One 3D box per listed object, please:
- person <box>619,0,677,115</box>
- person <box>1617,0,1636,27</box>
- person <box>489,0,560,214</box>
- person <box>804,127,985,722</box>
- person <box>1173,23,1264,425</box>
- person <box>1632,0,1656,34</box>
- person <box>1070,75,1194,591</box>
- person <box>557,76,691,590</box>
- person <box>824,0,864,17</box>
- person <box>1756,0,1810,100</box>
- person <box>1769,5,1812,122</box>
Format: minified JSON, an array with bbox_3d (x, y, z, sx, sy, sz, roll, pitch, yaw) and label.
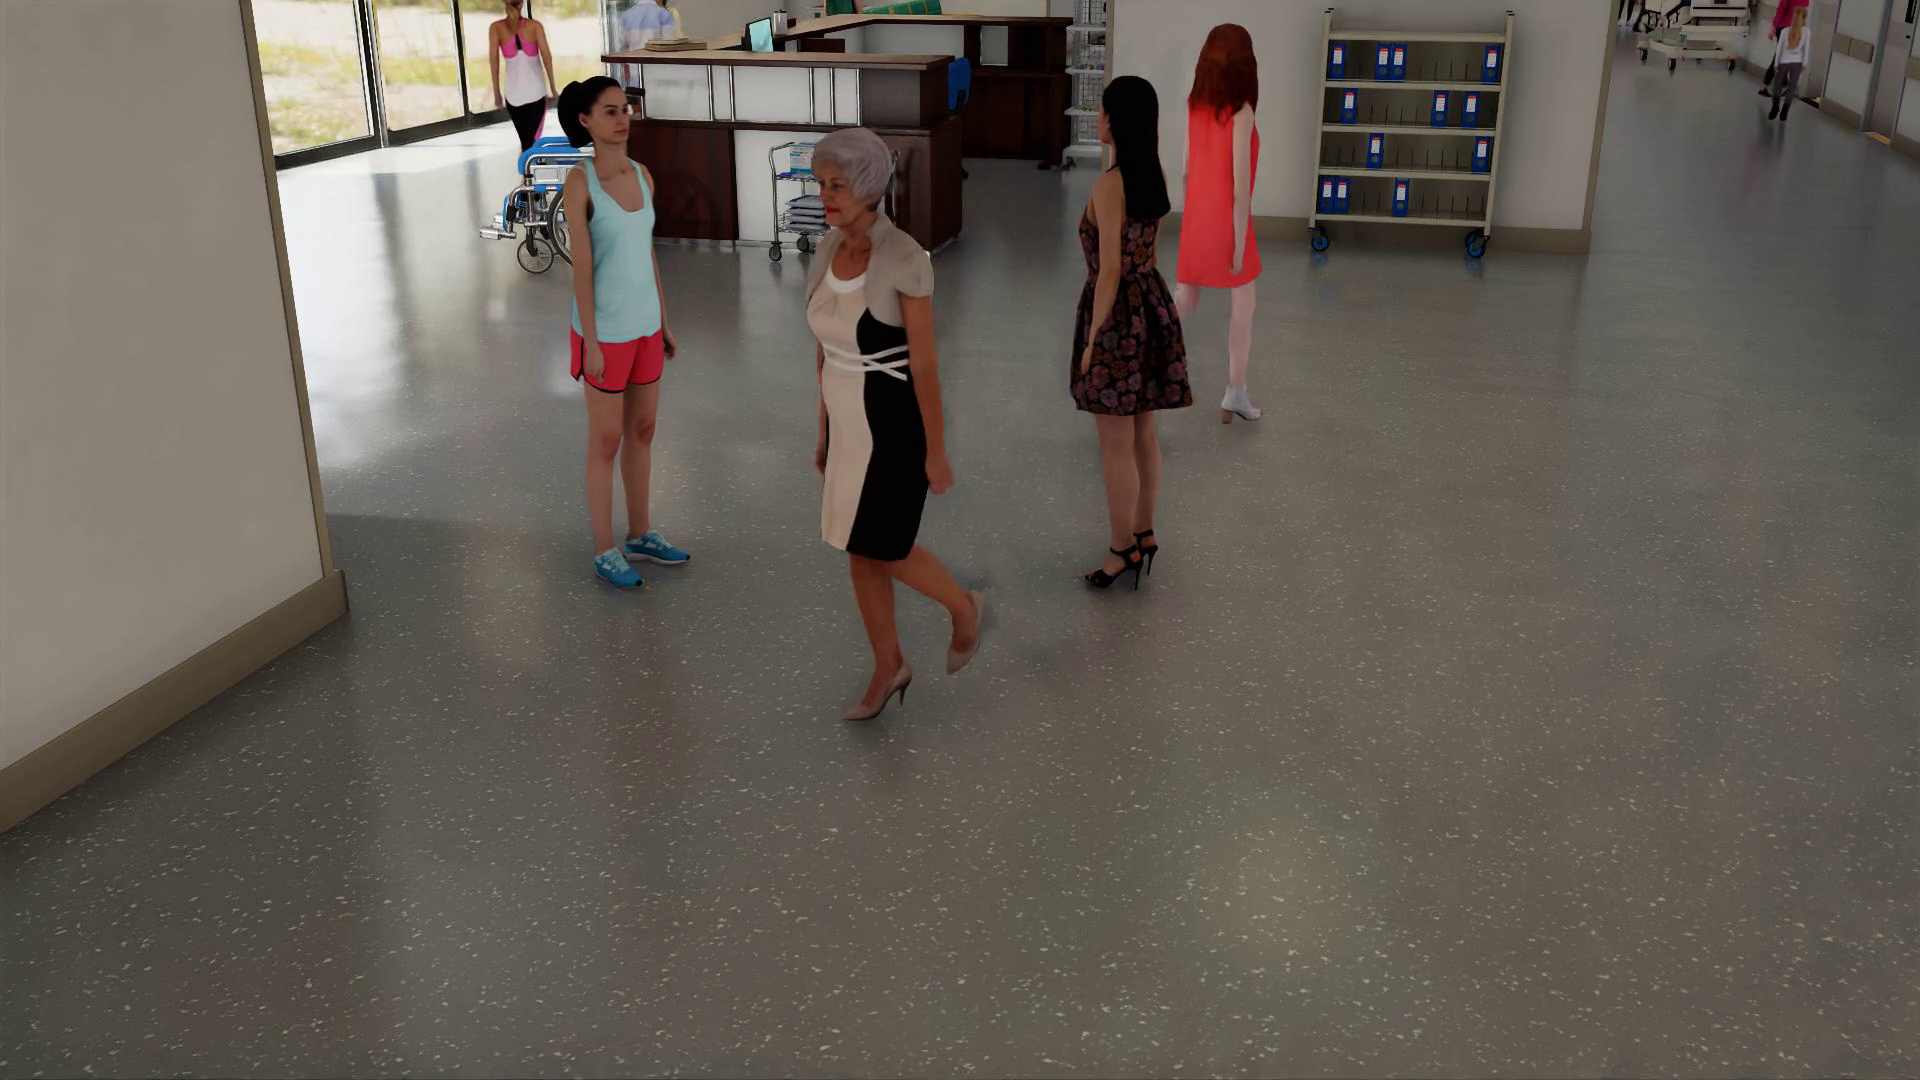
[{"bbox_3d":[-2.603,-3.779,13.876,1.073,1.792,0.740,5,21,14],"label":"person"},{"bbox_3d":[13.945,-11.611,34.584,0.538,1.771,0.724,1,21,2],"label":"person"},{"bbox_3d":[-3.380,-3.383,12.899,1.179,1.744,0.906,0,21,-1],"label":"person"},{"bbox_3d":[-0.151,-0.307,4.800,0.916,1.729,0.882,-16,26,-36],"label":"person"},{"bbox_3d":[1.057,-1.329,7.403,1.093,1.797,1.106,-15,26,-35],"label":"person"},{"bbox_3d":[13.369,-10.541,32.497,0.888,1.249,0.889,-9,22,-21],"label":"person"},{"bbox_3d":[0.560,-0.694,5.759,0.776,1.773,0.754,13,24,30],"label":"person"},{"bbox_3d":[-1.195,-0.721,5.843,0.676,1.765,0.663,13,24,30],"label":"person"},{"bbox_3d":[-1.318,-5.859,19.297,0.572,1.842,0.746,9,23,23],"label":"person"},{"bbox_3d":[10.400,-6.441,21.078,0.940,1.670,0.997,-9,23,-23],"label":"person"},{"bbox_3d":[9.445,-5.407,18.914,0.571,1.268,0.608,10,23,25],"label":"person"}]
